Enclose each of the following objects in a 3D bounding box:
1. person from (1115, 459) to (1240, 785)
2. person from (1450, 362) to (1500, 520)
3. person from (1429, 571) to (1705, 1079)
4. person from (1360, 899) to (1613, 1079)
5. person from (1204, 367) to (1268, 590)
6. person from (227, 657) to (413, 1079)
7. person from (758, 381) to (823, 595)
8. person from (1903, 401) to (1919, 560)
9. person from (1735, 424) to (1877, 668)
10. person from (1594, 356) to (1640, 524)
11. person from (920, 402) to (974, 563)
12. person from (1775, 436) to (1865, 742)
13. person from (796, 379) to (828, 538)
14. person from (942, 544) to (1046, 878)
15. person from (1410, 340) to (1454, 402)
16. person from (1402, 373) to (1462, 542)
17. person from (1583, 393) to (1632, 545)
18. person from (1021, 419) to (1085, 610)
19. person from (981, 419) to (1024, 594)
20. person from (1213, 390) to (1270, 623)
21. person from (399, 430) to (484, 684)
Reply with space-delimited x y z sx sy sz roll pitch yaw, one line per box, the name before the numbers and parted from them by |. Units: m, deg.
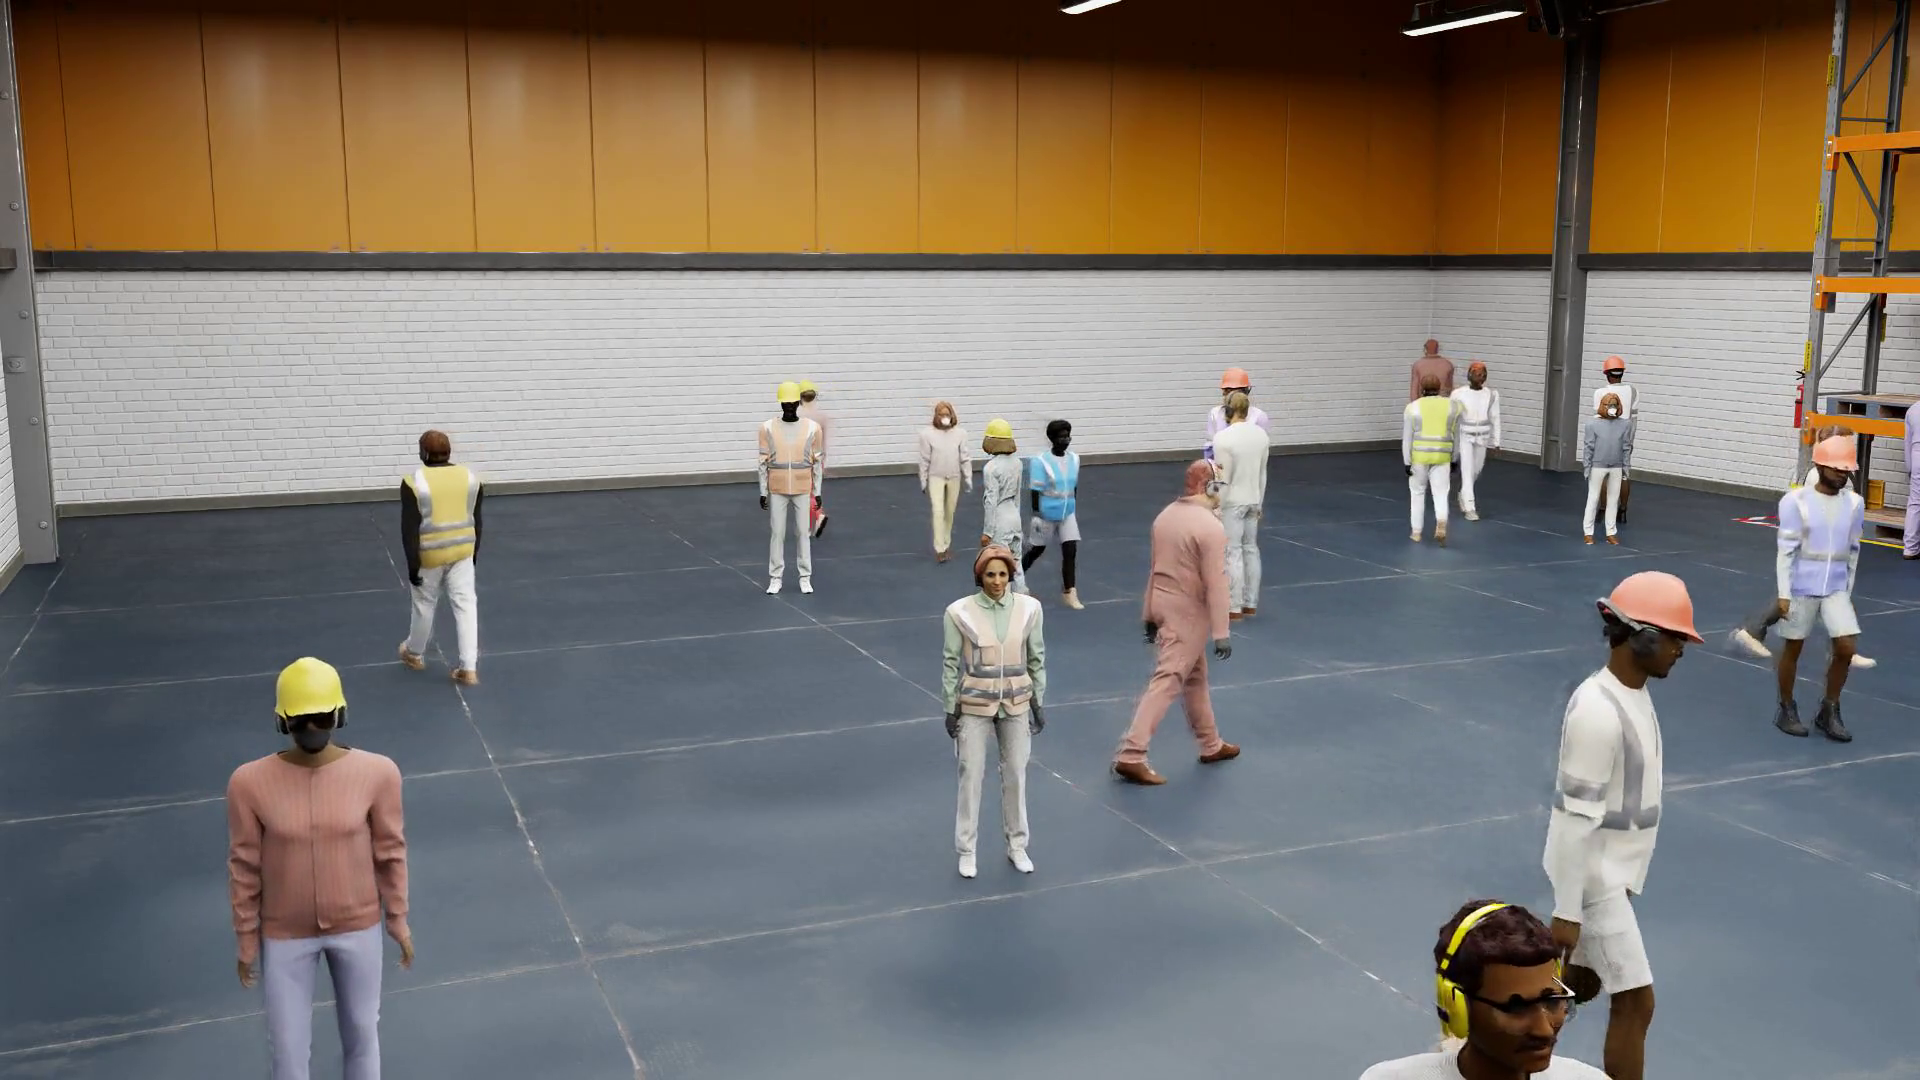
person | 1.290 0.462 9.637 0.924 1.856 0.687 -4 10 -21
person | 6.059 -1.195 19.685 0.588 1.854 0.924 0 9 0
person | 2.023 1.080 5.489 0.903 2.002 0.670 6 11 31
person | 0.942 1.550 3.006 0.548 1.882 0.393 -1 9 -3
person | 2.502 -0.560 15.231 0.607 2.044 0.371 6 11 33
person | -2.007 1.228 5.237 0.529 1.766 0.330 -4 10 -23
person | -1.528 -0.467 15.018 0.585 1.927 0.366 -1 9 -5
person | 9.712 -0.707 16.555 0.406 1.902 0.639 -2 10 -14
person | 6.323 0.030 12.365 0.912 1.817 0.518 7 11 35
person | 7.495 -1.145 19.123 0.542 1.927 0.379 -1 9 -9
person | -0.118 -0.562 16.591 0.502 1.600 0.795 -3 10 -17
person | 5.343 0.314 10.335 0.569 1.916 0.624 0 9 1
person | -1.623 -0.859 17.931 0.533 1.745 0.586 -9 13 -43
person | 0.164 0.827 8.074 0.519 1.635 0.312 -2 10 -14
person | 6.984 -2.042 24.747 0.651 1.879 0.761 0 9 3
person | 5.023 -0.860 17.722 0.630 1.821 0.666 1 9 6
person | 6.865 -0.754 17.675 0.494 1.624 0.279 0 9 -2
person | 0.766 -0.247 14.529 0.545 1.664 0.839 -6 11 -32
person | 0.320 -0.105 13.374 0.308 1.744 0.485 6 11 33
person | 2.306 -0.277 13.830 0.635 1.936 0.355 -8 12 -41
person | -3.751 0.104 11.959 0.643 1.787 0.974 -8 12 -40
